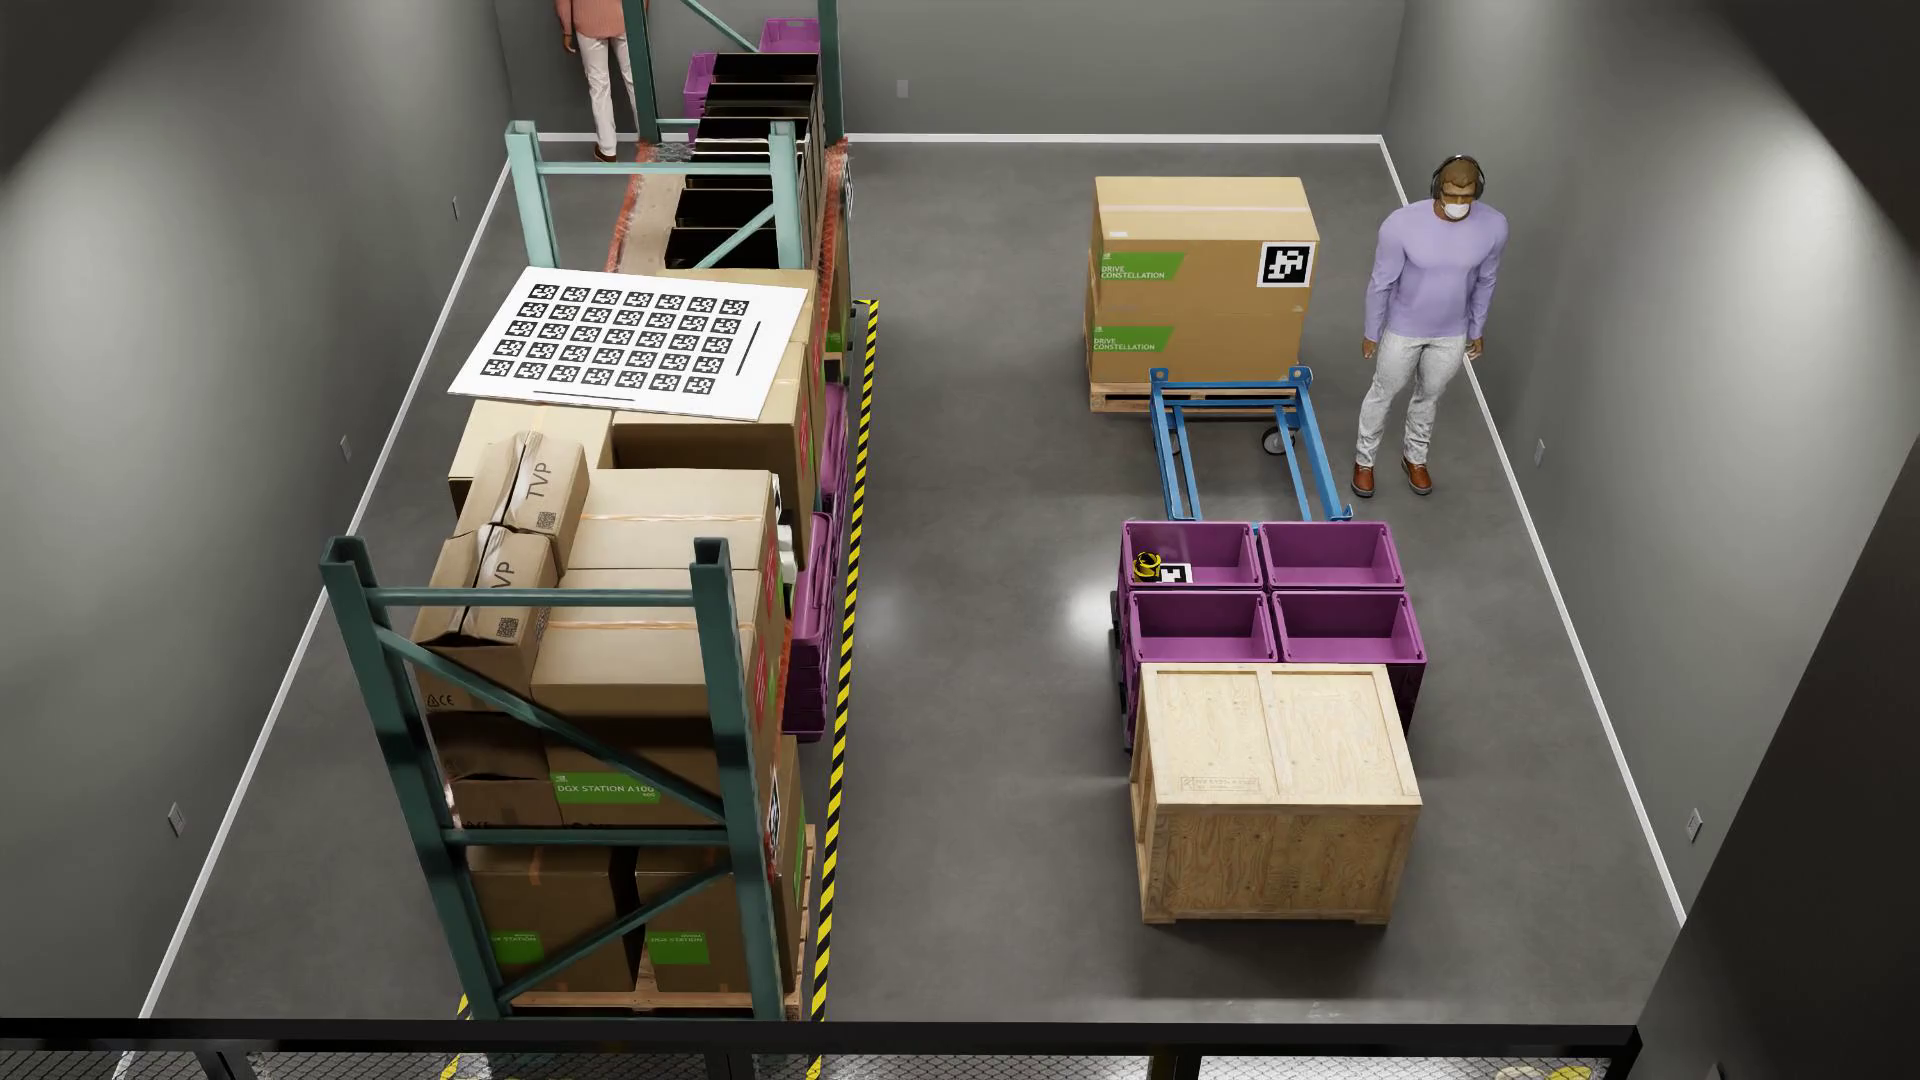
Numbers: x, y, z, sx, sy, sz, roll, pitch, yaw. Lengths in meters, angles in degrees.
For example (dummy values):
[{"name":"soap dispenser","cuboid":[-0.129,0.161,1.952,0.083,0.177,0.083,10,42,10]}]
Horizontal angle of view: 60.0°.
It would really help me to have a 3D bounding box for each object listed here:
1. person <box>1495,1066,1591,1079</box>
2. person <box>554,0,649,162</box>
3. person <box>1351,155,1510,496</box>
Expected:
[{"name":"person","cuboid":[1.611,2.071,4.831,0.404,1.830,0.602,5,41,5]},{"name":"person","cuboid":[-2.352,-3.427,10.979,0.612,1.995,0.393,-15,43,-16]},{"name":"person","cuboid":[2.323,-1.055,8.316,0.637,1.938,0.355,-1,41,-2]}]
